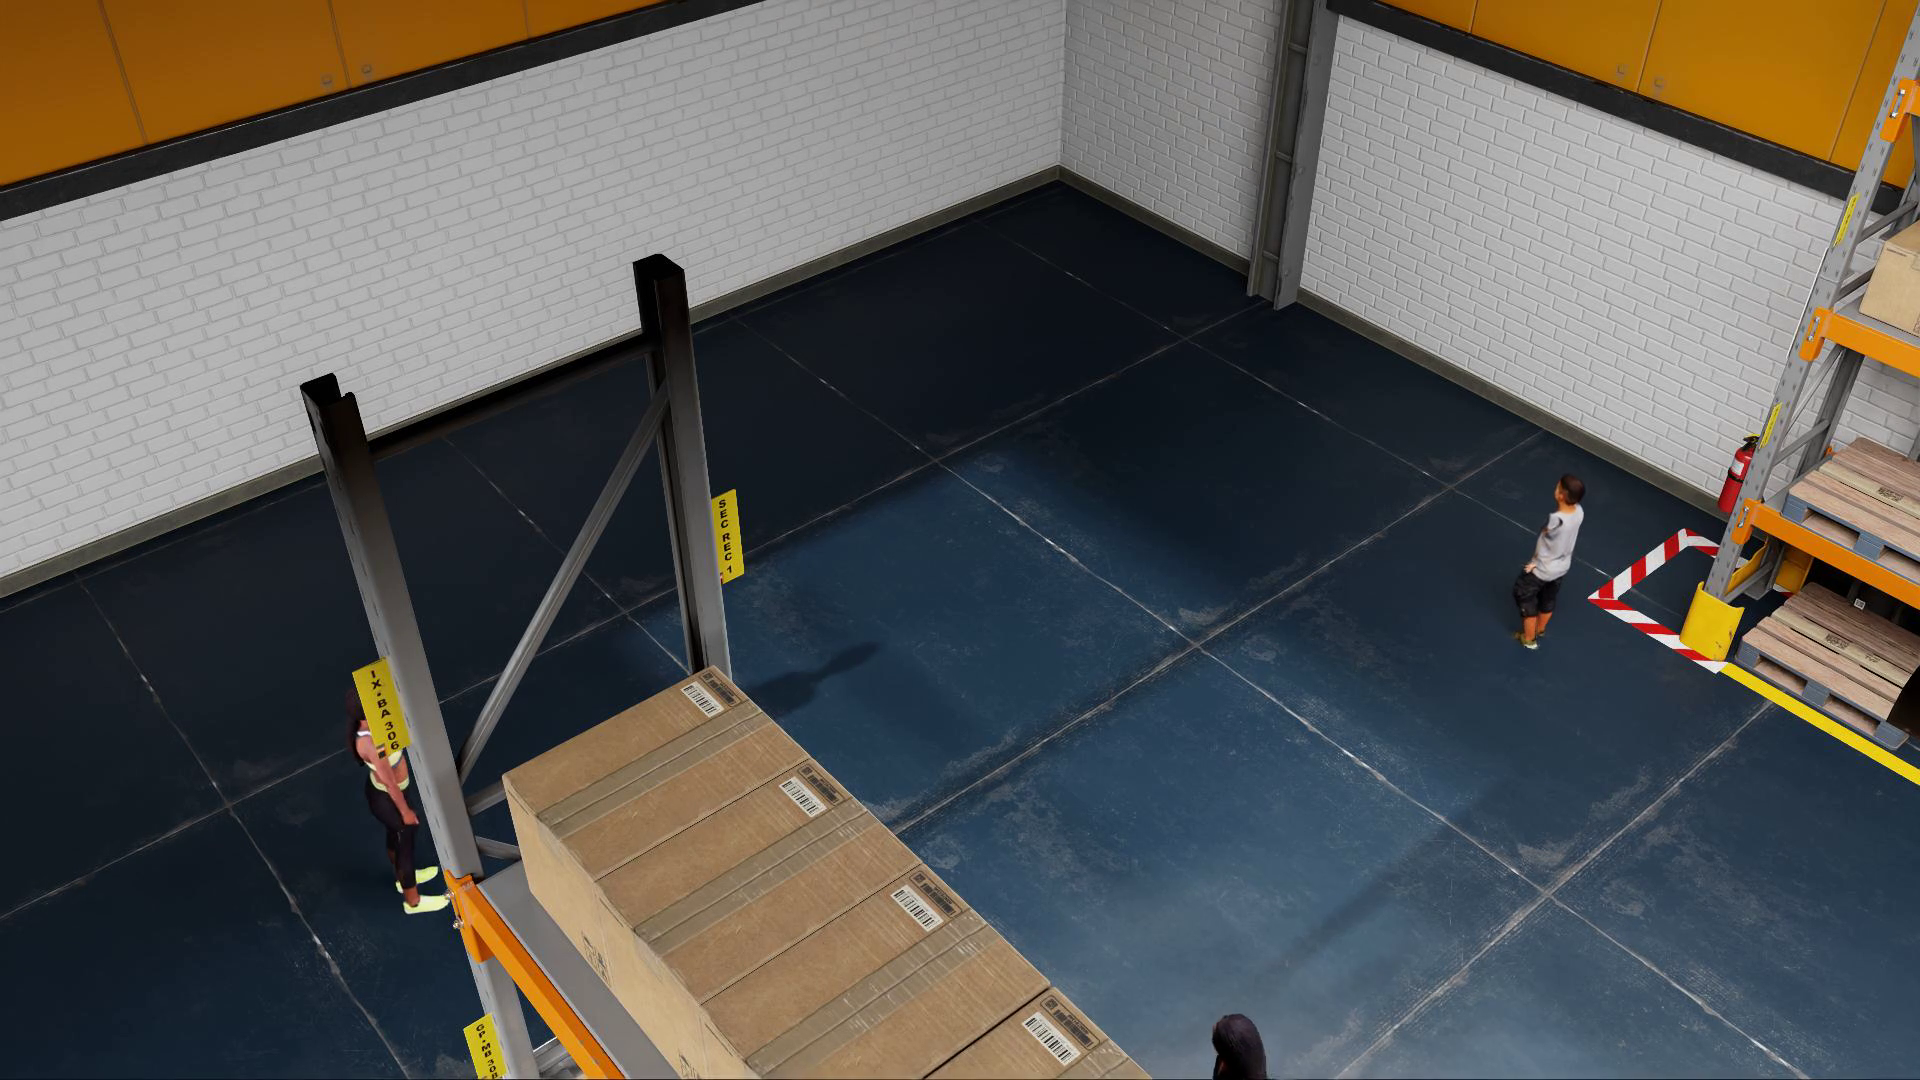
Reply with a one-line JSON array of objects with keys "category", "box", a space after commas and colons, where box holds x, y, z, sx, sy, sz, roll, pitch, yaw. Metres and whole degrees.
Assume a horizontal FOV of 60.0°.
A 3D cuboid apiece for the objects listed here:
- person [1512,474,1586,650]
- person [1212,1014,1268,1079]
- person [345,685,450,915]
[{"category": "person", "box": [4.195, 0.120, 11.767, 0.620, 1.454, 0.549, -22, 44, -25]}, {"category": "person", "box": [1.443, 2.881, 8.146, 1.272, 1.659, 1.212, 5, 39, 7]}, {"category": "person", "box": [-3.367, 1.519, 9.776, 0.664, 1.754, 0.502, -19, 42, -22]}]
